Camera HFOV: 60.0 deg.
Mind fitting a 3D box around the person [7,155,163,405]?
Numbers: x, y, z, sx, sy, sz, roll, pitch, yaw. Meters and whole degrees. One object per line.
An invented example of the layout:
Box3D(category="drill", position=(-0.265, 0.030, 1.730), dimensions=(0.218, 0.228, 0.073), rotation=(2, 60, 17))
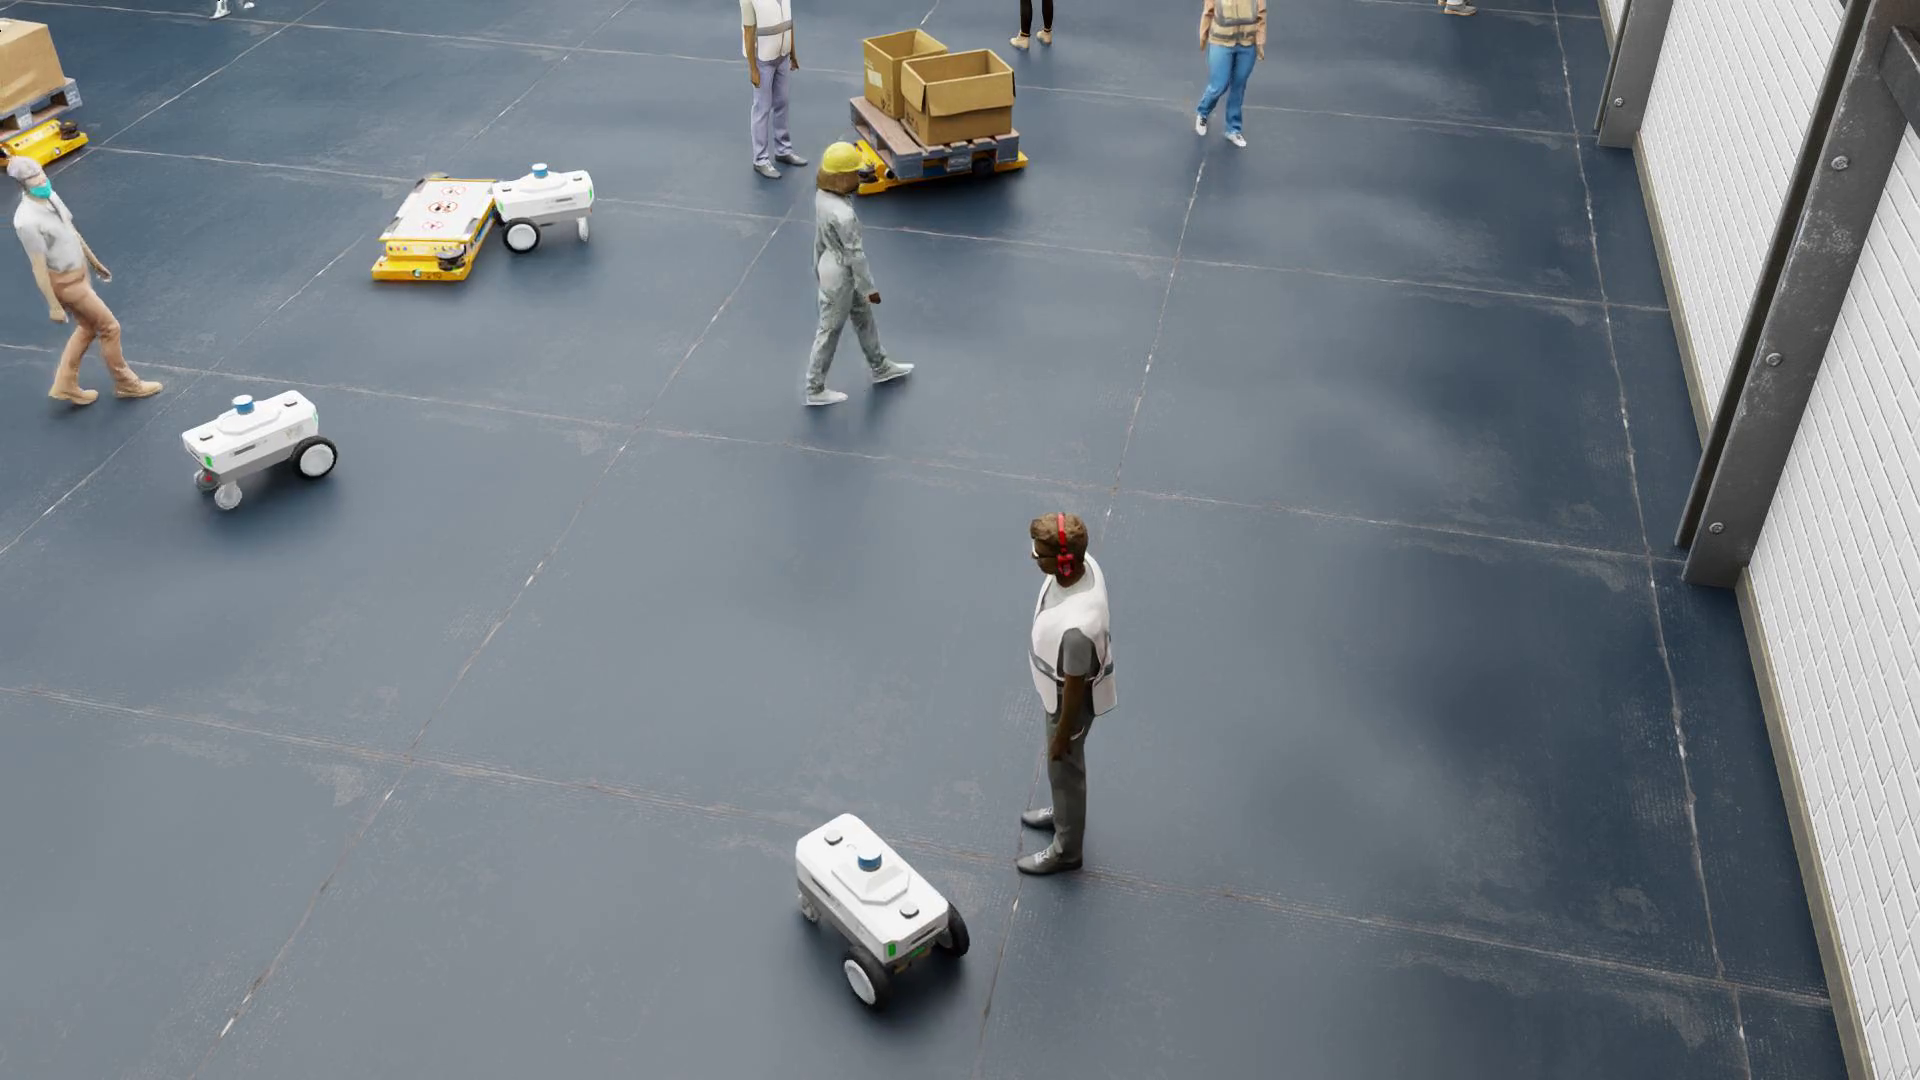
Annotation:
Box3D(category="person", position=(-5.435, -1.565, 10.108), dimensions=(0.620, 1.707, 0.485), rotation=(-12, 38, -15))

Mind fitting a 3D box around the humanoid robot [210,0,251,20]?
Box3D(category="humanoid robot", position=(-7.152, -5.774, 15.823), dimensions=(0.542, 1.906, 0.726), rotation=(15, 39, 19))

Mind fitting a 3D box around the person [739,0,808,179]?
Box3D(category="person", position=(-1.477, -3.746, 12.925), dimensions=(0.396, 1.838, 0.558), rotation=(22, 42, 26))

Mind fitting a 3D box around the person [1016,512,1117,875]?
Box3D(category="person", position=(0.455, 0.650, 7.047), dimensions=(0.411, 1.832, 0.564), rotation=(0, 37, 0))

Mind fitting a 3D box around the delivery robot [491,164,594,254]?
Box3D(category="delivery robot", position=(-3.100, -2.464, 12.294), dimensions=(0.785, 0.614, 0.525), rotation=(-13, 39, -17))

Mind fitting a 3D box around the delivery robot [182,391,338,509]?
Box3D(category="delivery robot", position=(-4.123, -0.582, 9.739), dimensions=(0.750, 0.570, 0.499), rotation=(-30, 46, -34))

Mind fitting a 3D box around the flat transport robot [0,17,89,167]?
Box3D(category="flat transport robot", position=(-7.987, -3.324, 13.666), dimensions=(1.431, 0.231, 0.659), rotation=(13, 39, 16))

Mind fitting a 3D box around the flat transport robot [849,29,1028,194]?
Box3D(category="flat transport robot", position=(-0.233, -3.088, 13.351), dimensions=(1.431, 0.231, 0.659), rotation=(-13, 39, -17))

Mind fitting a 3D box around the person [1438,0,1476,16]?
Box3D(category="person", position=(4.904, -6.014, 15.918), dimensions=(0.338, 1.882, 0.580), rotation=(2, 37, 2))

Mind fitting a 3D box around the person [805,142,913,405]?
Box3D(category="person", position=(-0.624, -1.614, 10.176), dimensions=(0.827, 1.711, 0.492), rotation=(-8, 38, -11))

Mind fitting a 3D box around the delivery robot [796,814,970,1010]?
Box3D(category="delivery robot", position=(-0.361, 1.508, 6.954), dimensions=(0.499, 0.586, 0.773), rotation=(-27, 44, -31))

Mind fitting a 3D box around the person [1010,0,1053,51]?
Box3D(category="person", position=(0.677, -5.335, 15.162), dimensions=(0.533, 1.699, 0.318), rotation=(-20, 41, -24))

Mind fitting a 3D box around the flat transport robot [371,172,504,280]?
Box3D(category="flat transport robot", position=(-3.832, -2.335, 12.343), dimensions=(0.659, 0.231, 1.431), rotation=(1, 37, 1))

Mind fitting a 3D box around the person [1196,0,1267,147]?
Box3D(category="person", position=(2.194, -4.003, 13.374), dimensions=(0.465, 1.714, 0.410), rotation=(-6, 37, -8))
